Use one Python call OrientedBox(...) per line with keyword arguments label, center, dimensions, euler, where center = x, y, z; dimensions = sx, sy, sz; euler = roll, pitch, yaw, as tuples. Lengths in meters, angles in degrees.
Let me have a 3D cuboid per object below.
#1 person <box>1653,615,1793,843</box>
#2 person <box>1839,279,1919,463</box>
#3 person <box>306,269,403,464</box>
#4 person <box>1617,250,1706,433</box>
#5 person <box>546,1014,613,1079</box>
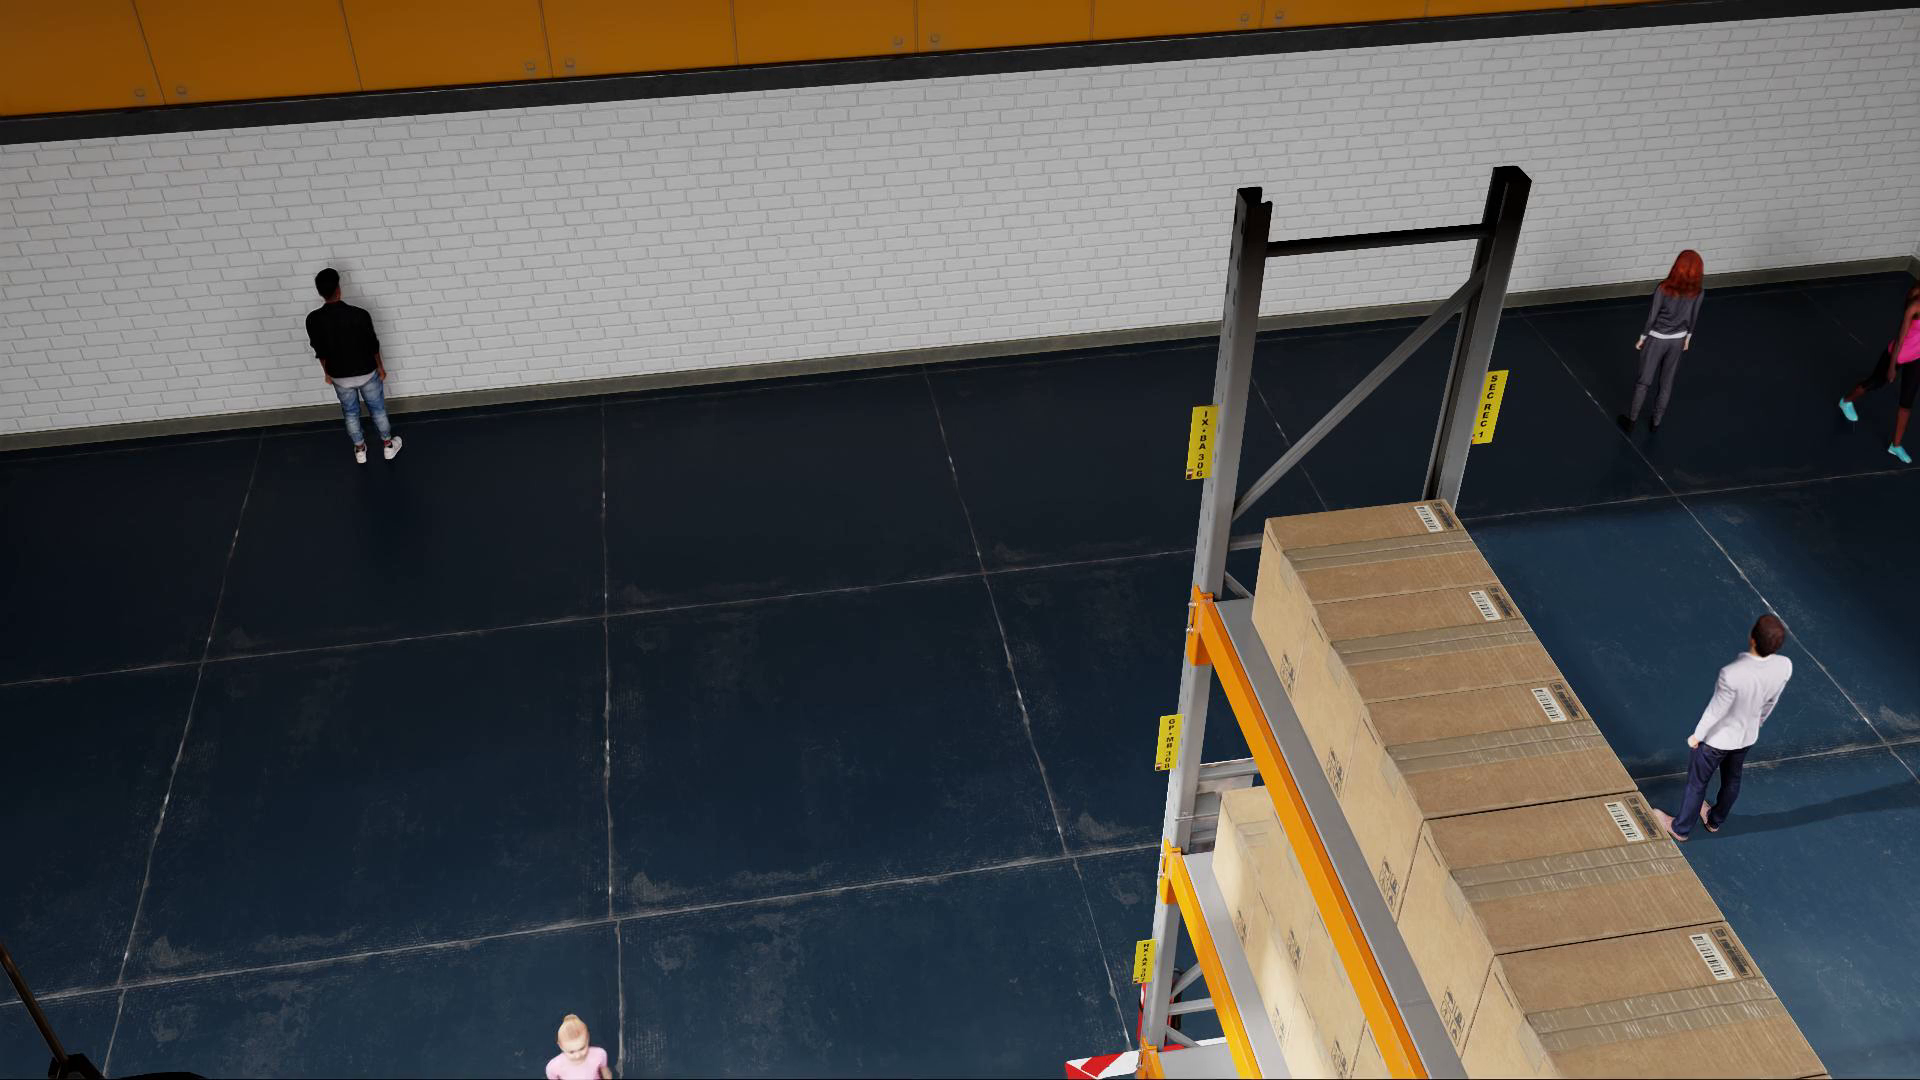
OrientedBox(label="person", center=(4.946, 1.218, 10.690), dimensions=(0.698, 1.853, 0.606), euler=(-11, 40, -13))
OrientedBox(label="person", center=(8.075, -1.606, 14.366), dimensions=(0.587, 1.678, 1.143), euler=(-8, 39, -10))
OrientedBox(label="person", center=(-5.147, -1.456, 14.077), dimensions=(0.678, 1.804, 0.574), euler=(-6, 39, -7))
OrientedBox(label="person", center=(6.105, -1.718, 14.425), dimensions=(0.635, 1.780, 0.563), euler=(2, 39, 3))
OrientedBox(label="person", center=(-2.042, 2.979, 8.965), dimensions=(0.554, 1.255, 0.843), euler=(-12, 40, -15))
